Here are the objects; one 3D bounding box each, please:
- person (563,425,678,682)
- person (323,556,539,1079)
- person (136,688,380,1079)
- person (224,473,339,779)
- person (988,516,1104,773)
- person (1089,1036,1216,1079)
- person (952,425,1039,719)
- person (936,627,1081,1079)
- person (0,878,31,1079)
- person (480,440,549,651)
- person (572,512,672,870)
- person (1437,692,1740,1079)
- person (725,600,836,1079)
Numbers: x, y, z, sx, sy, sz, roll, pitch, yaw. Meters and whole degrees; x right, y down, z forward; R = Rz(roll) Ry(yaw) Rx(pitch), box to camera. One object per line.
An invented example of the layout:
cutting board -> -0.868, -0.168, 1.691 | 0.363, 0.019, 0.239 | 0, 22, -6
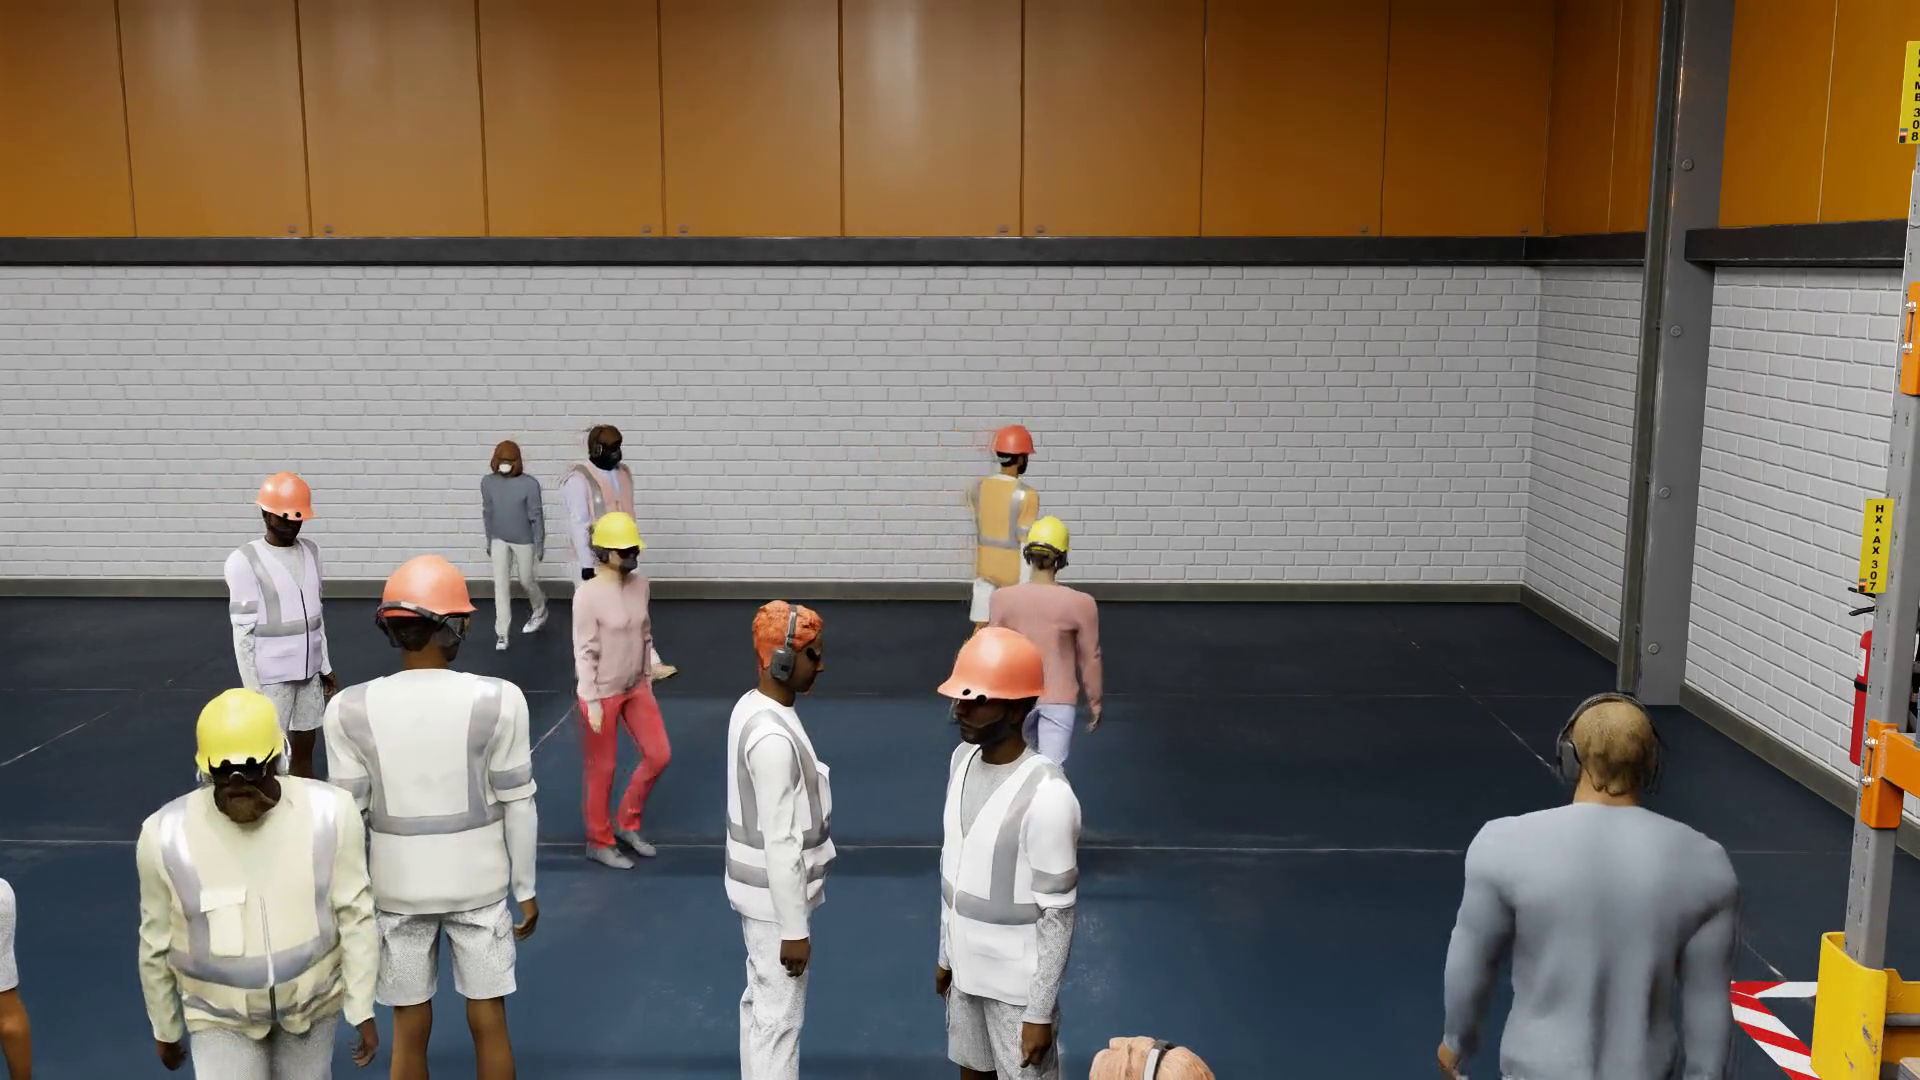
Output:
person -> -2.359, 0.120, 11.432 | 0.881, 1.808, 0.657 | 6, 11, 32
person -> -1.603, 1.061, 5.128 | 0.606, 2.039, 0.395 | -1, 10, -8
person -> -1.881, 1.280, 4.521 | 0.590, 1.807, 0.557 | -5, 11, -30
person -> -3.236, 0.630, 8.042 | 0.375, 1.927, 0.543 | 4, 10, 24
person -> 0.413, 0.746, 7.899 | 0.542, 1.724, 0.879 | 2, 10, 14
person -> 0.335, 1.638, 2.863 | 0.305, 1.639, 0.522 | 3, 10, 15
person -> 0.306, 0.202, 10.733 | 0.546, 1.890, 0.996 | 7, 12, 36
person -> 0.098, 1.192, 4.631 | 0.351, 1.942, 0.545 | -6, 11, -33
person -> -2.397, 1.362, 3.845 | 0.512, 1.866, 0.330 | -2, 10, -15
person -> -3.409, 0.003, 12.806 | 0.505, 1.590, 0.800 | 1, 10, 7
person -> -1.628, 0.731, 7.967 | 0.437, 1.750, 0.553 | 6, 11, 31
person -> 1.540, 1.309, 4.123 | 0.640, 1.890, 1.012 | 0, 9, 1
person -> -0.556, 1.120, 5.226 | 0.356, 1.887, 0.572 | -2, 10, -13
